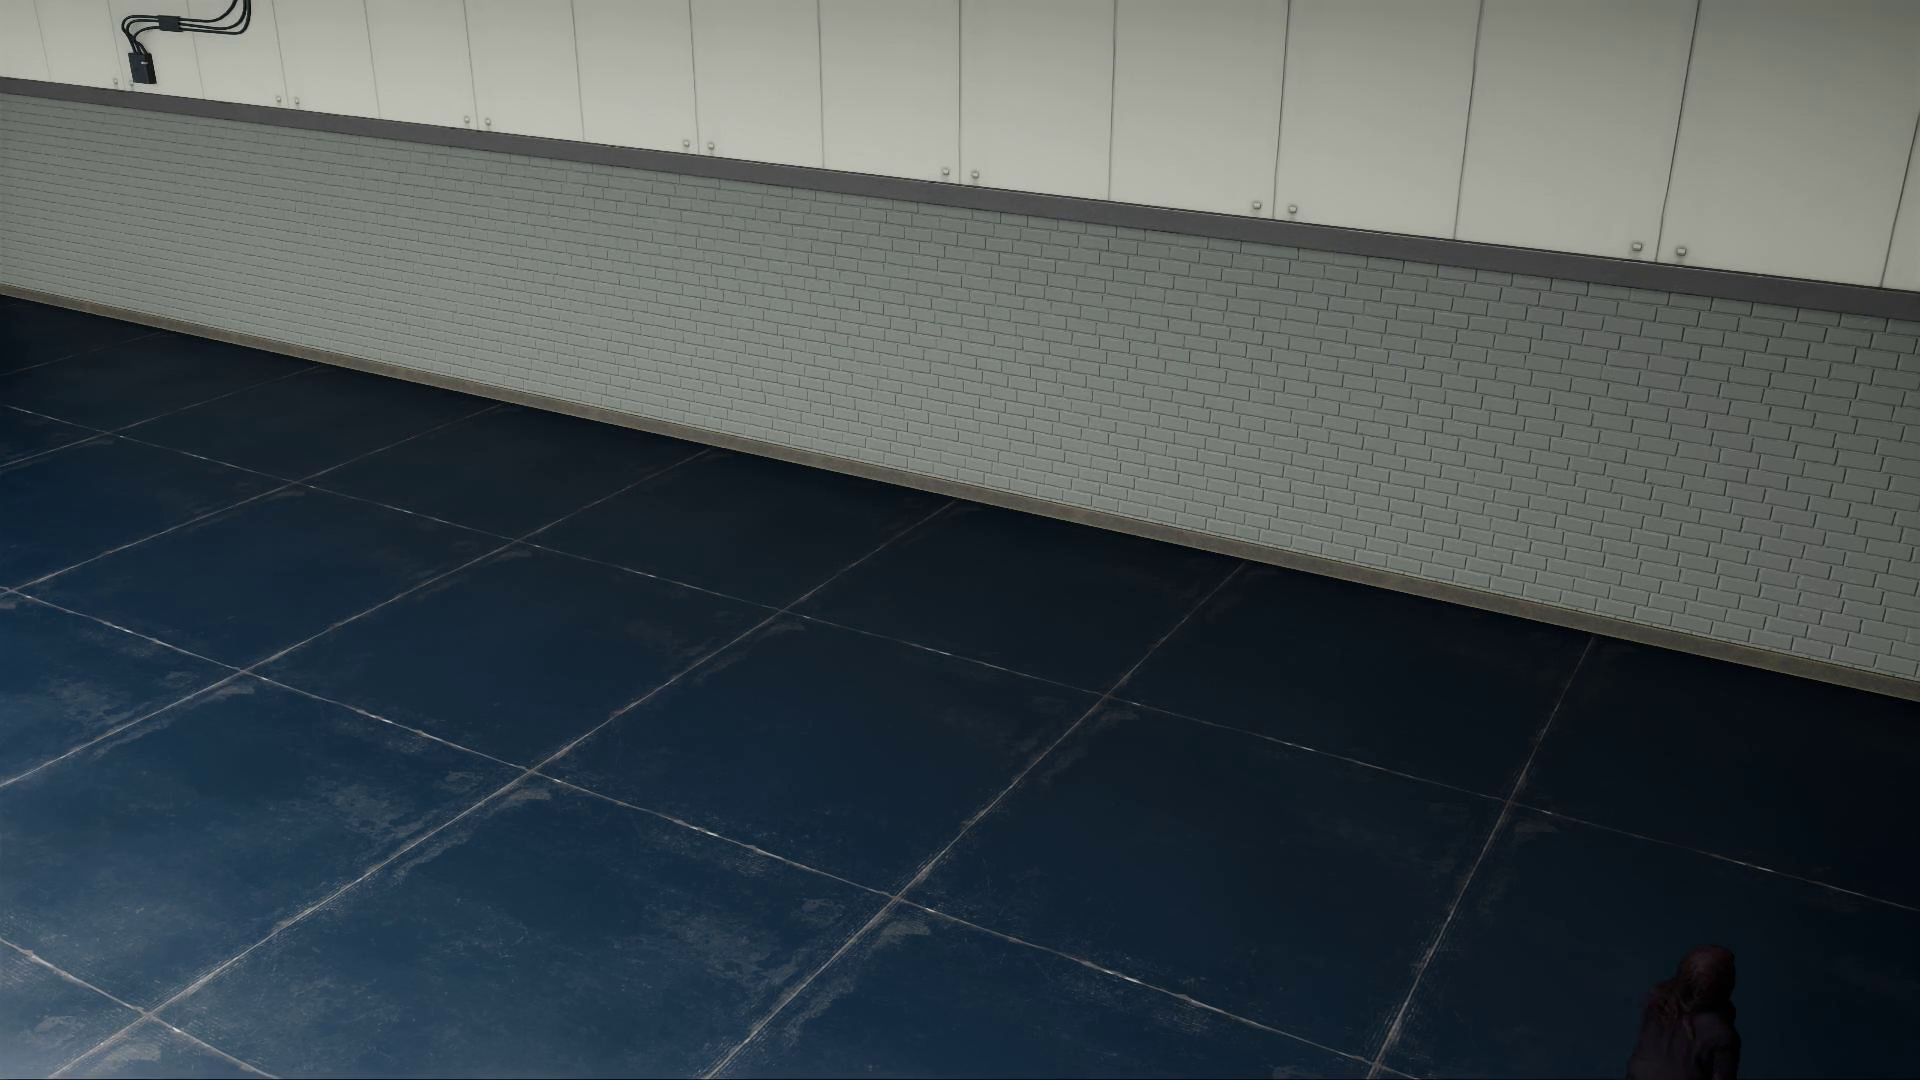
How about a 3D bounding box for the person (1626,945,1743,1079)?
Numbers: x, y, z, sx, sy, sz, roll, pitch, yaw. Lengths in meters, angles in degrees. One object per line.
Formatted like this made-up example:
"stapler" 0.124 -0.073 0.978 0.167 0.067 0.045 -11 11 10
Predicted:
"person" 3.122 2.527 7.371 0.741 1.600 0.736 -19 30 -38
